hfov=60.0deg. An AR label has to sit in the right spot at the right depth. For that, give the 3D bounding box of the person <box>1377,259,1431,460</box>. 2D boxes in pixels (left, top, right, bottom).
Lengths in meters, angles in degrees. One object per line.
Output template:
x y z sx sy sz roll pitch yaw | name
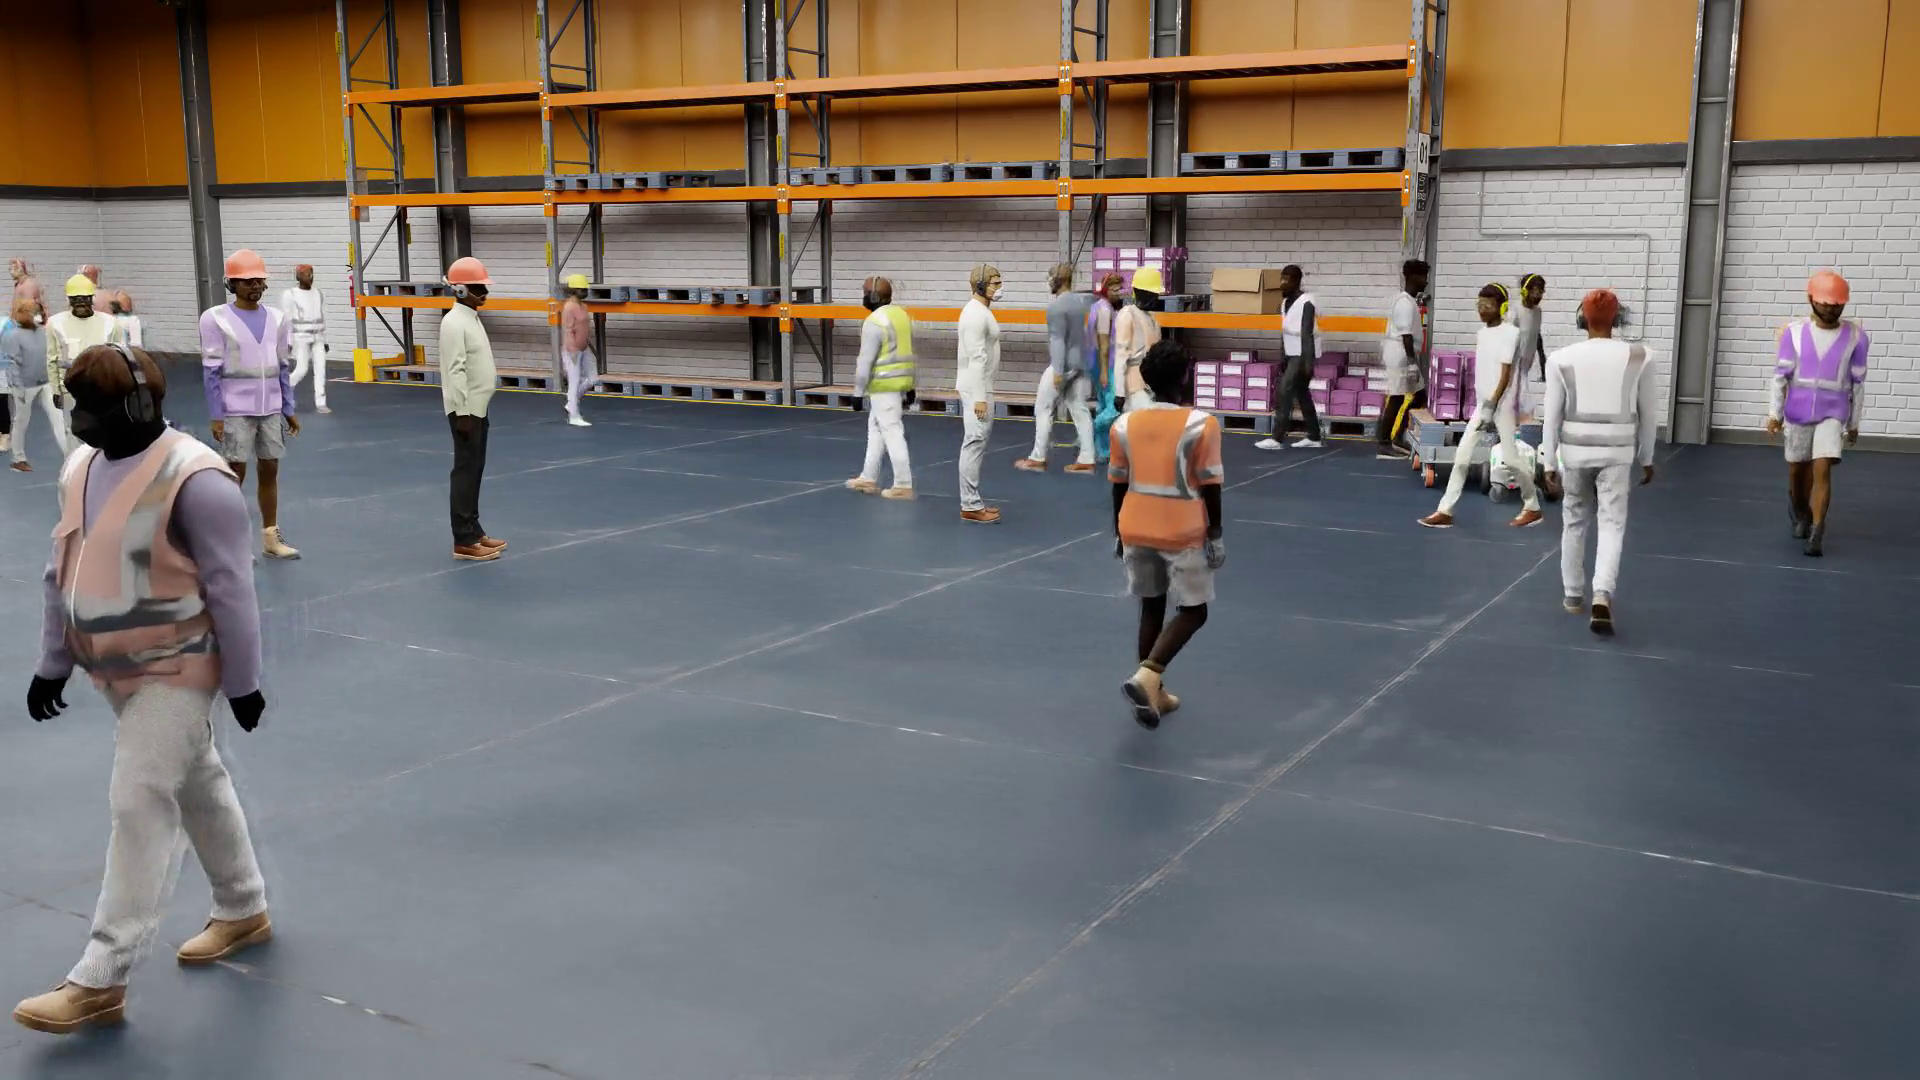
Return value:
4.336 -1.740 16.120 0.545 1.947 0.601 4 11 22 | person

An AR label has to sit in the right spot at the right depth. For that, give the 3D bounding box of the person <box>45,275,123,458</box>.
-7.243 -1.280 13.828 0.591 1.833 0.404 -6 12 -30 | person

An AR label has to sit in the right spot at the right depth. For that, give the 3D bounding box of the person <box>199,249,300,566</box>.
-4.596 -0.856 10.831 0.382 2.045 0.605 7 12 35 | person

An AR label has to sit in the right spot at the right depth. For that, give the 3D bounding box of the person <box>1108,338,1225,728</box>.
0.842 -0.016 7.087 0.540 1.679 0.568 7 12 36 | person

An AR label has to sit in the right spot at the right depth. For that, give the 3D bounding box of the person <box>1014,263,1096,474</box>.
0.868 -1.555 15.172 0.872 1.902 0.656 5 11 26 | person

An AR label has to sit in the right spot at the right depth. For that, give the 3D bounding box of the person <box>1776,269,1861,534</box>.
6.186 -1.005 12.064 0.545 1.915 0.866 2 10 11 | person

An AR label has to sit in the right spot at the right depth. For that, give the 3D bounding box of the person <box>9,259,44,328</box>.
-13.583 -3.103 24.037 0.903 1.863 0.662 -7 12 -35 | person

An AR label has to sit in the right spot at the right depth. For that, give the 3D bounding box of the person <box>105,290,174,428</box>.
-8.272 -1.686 16.694 0.464 1.625 0.528 0 10 1 | person

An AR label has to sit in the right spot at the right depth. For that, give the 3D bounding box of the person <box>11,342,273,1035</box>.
-2.291 0.377 4.521 0.622 1.800 0.916 7 12 34 | person

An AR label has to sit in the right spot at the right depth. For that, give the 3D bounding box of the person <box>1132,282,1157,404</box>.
1.609 -1.416 14.559 0.392 1.844 0.554 -5 11 -25 | person

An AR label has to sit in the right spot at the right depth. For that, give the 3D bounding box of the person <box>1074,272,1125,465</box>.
1.343 -1.587 15.578 0.425 1.825 0.652 0 10 2 | person

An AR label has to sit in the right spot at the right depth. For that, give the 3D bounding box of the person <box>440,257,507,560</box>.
-3.243 -0.872 11.059 0.390 1.992 0.624 -1 10 -5 | person

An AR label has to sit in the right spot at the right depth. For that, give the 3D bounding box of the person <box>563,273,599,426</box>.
-4.379 -2.177 19.121 0.373 1.755 0.535 3 10 15 | person

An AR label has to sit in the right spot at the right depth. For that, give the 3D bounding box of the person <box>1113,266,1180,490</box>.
1.504 -1.216 13.238 0.604 1.903 0.617 5 11 26 | person

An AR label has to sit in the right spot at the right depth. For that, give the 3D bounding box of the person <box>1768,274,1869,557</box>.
5.885 -0.878 11.425 0.556 1.895 0.989 6 12 33 | person

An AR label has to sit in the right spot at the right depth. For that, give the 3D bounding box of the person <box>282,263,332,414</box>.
-8.156 -2.504 20.696 0.752 1.861 0.582 7 12 36 | person

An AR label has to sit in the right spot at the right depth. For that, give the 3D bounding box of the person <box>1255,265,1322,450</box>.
3.345 -1.832 16.873 0.930 1.863 0.656 -2 10 -10 | person

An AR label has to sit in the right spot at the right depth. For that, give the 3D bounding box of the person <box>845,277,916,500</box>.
-0.714 -1.243 13.672 0.829 1.810 0.656 4 11 24 | person

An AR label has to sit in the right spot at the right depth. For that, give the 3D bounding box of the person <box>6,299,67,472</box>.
-8.366 -1.391 15.134 0.865 1.585 0.533 4 11 22 | person

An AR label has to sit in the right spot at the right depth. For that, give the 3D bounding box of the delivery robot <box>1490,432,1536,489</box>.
4.506 -0.639 13.554 0.477 0.478 0.707 3 11 18 | delivery robot

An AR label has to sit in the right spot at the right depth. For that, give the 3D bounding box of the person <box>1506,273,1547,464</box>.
5.300 -1.640 15.895 0.619 1.822 0.861 -10 14 -44 | person

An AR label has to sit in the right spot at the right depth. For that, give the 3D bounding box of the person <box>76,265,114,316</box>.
-9.901 -2.237 19.180 0.979 1.867 0.662 1 10 4 | person

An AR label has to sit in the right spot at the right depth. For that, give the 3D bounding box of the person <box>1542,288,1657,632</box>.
3.476 -0.446 9.086 0.582 1.852 0.917 4 11 23 | person

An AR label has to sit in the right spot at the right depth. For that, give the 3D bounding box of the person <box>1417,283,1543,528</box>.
3.903 -0.971 12.183 0.976 1.811 0.480 -4 11 -22 | person

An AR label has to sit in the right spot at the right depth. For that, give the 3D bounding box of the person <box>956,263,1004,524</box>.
0.147 -1.096 12.489 0.356 1.938 0.633 0 10 2 | person

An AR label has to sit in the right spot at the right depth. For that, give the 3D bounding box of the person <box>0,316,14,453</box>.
-9.795 -1.734 16.844 0.559 1.669 0.566 -2 10 -10 | person

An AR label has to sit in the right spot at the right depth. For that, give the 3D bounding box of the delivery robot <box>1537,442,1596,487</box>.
5.006 -0.658 13.661 0.477 0.478 0.707 0 10 1 | delivery robot
